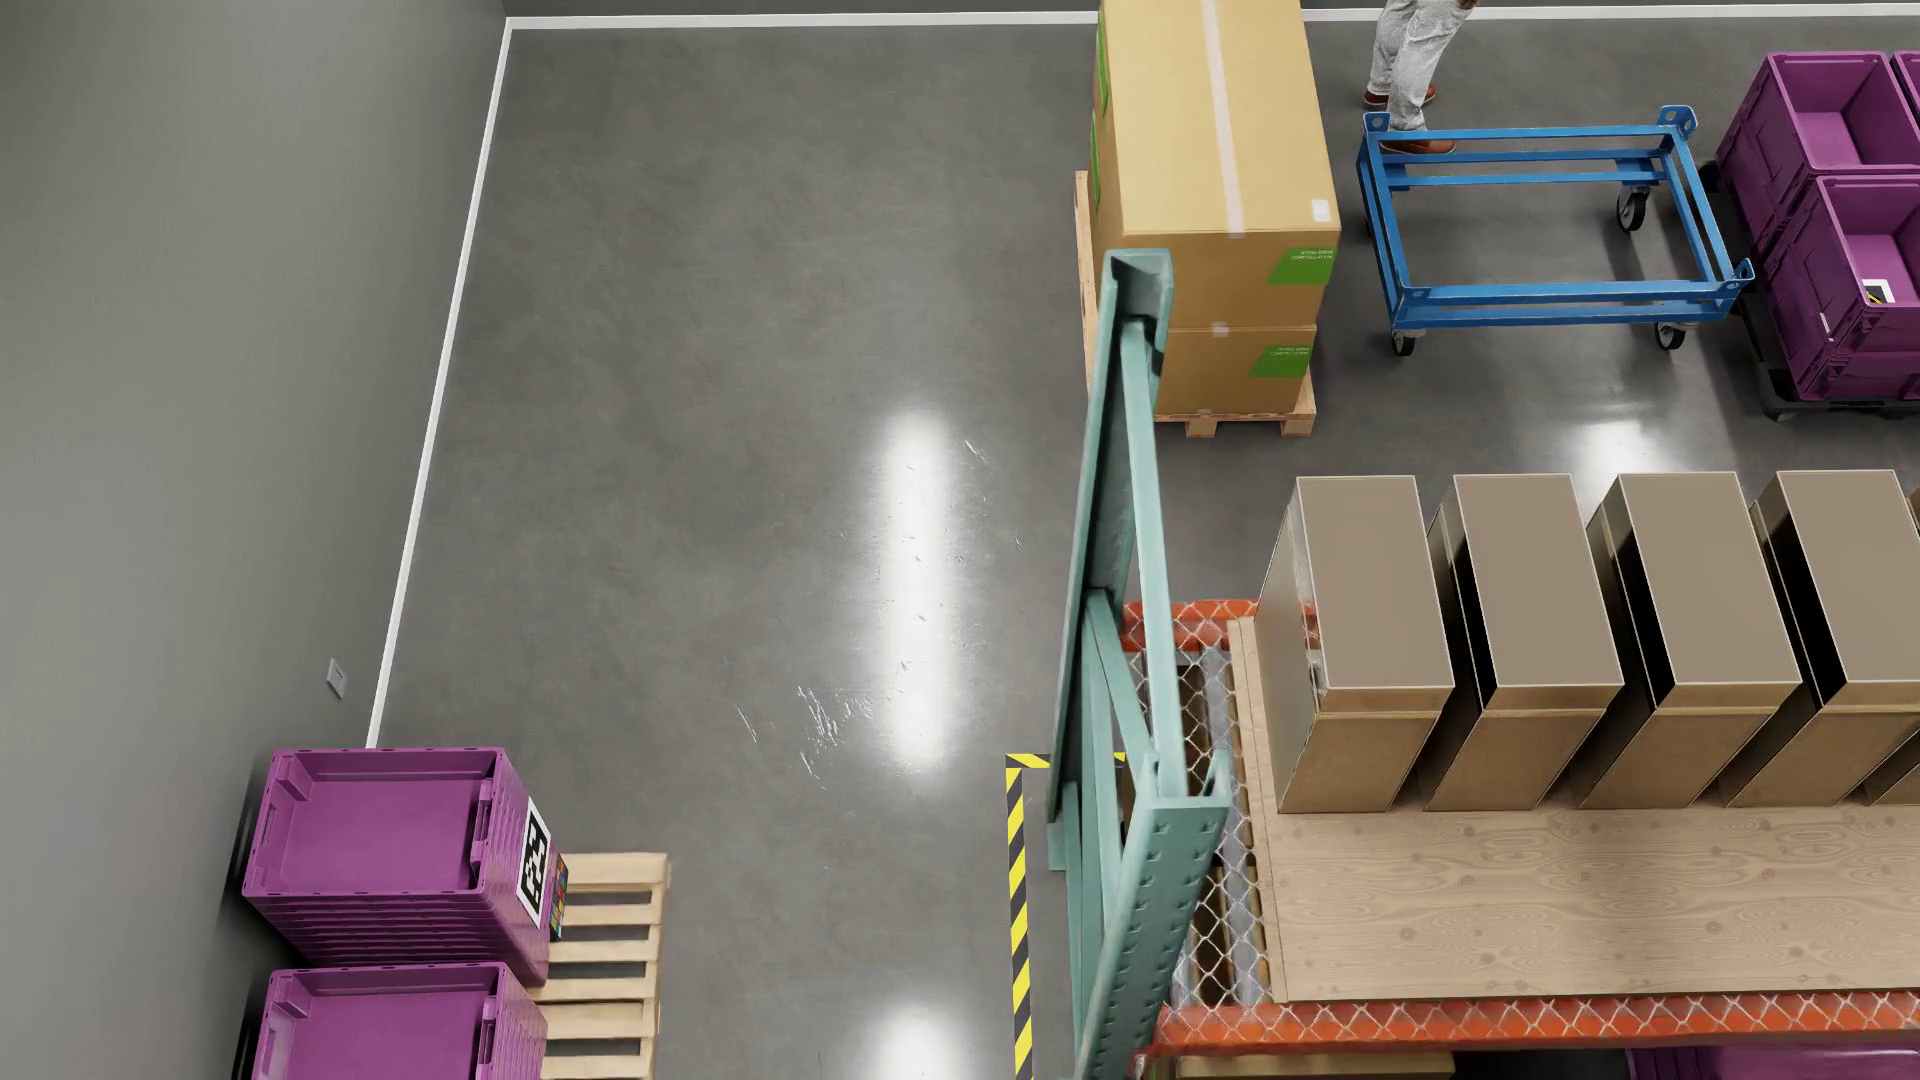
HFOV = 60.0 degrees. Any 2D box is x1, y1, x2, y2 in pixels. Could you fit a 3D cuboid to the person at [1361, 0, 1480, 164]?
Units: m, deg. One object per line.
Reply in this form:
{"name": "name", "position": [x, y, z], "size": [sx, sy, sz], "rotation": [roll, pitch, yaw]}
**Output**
{"name": "person", "position": [1.820, -2.242, 6.078], "size": [0.373, 1.940, 0.628], "rotation": [-3, 58, -2]}
